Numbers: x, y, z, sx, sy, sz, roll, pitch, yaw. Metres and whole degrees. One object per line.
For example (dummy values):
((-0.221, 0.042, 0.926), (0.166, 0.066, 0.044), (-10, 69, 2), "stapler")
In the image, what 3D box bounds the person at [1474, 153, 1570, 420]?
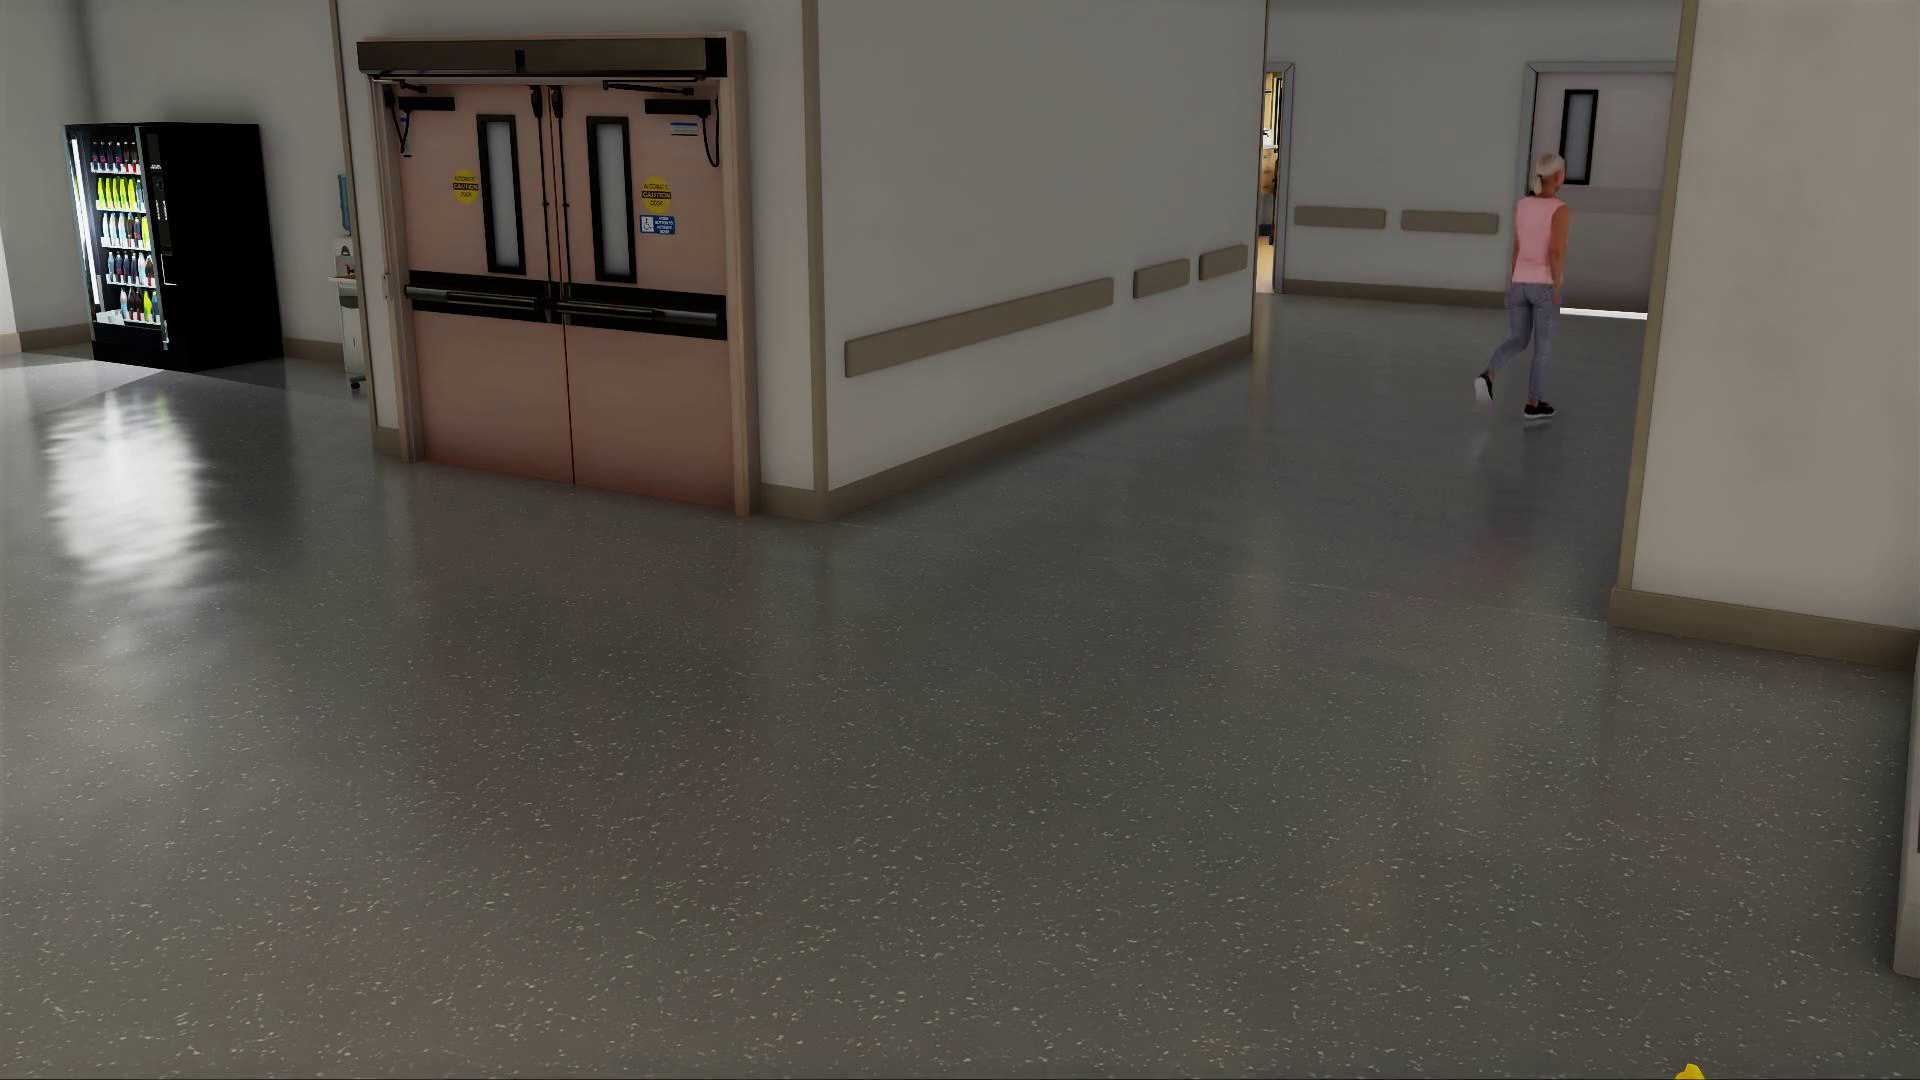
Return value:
((3.678, -1.622, 10.789), (0.839, 1.715, 0.899), (-10, 19, -32), "person")
